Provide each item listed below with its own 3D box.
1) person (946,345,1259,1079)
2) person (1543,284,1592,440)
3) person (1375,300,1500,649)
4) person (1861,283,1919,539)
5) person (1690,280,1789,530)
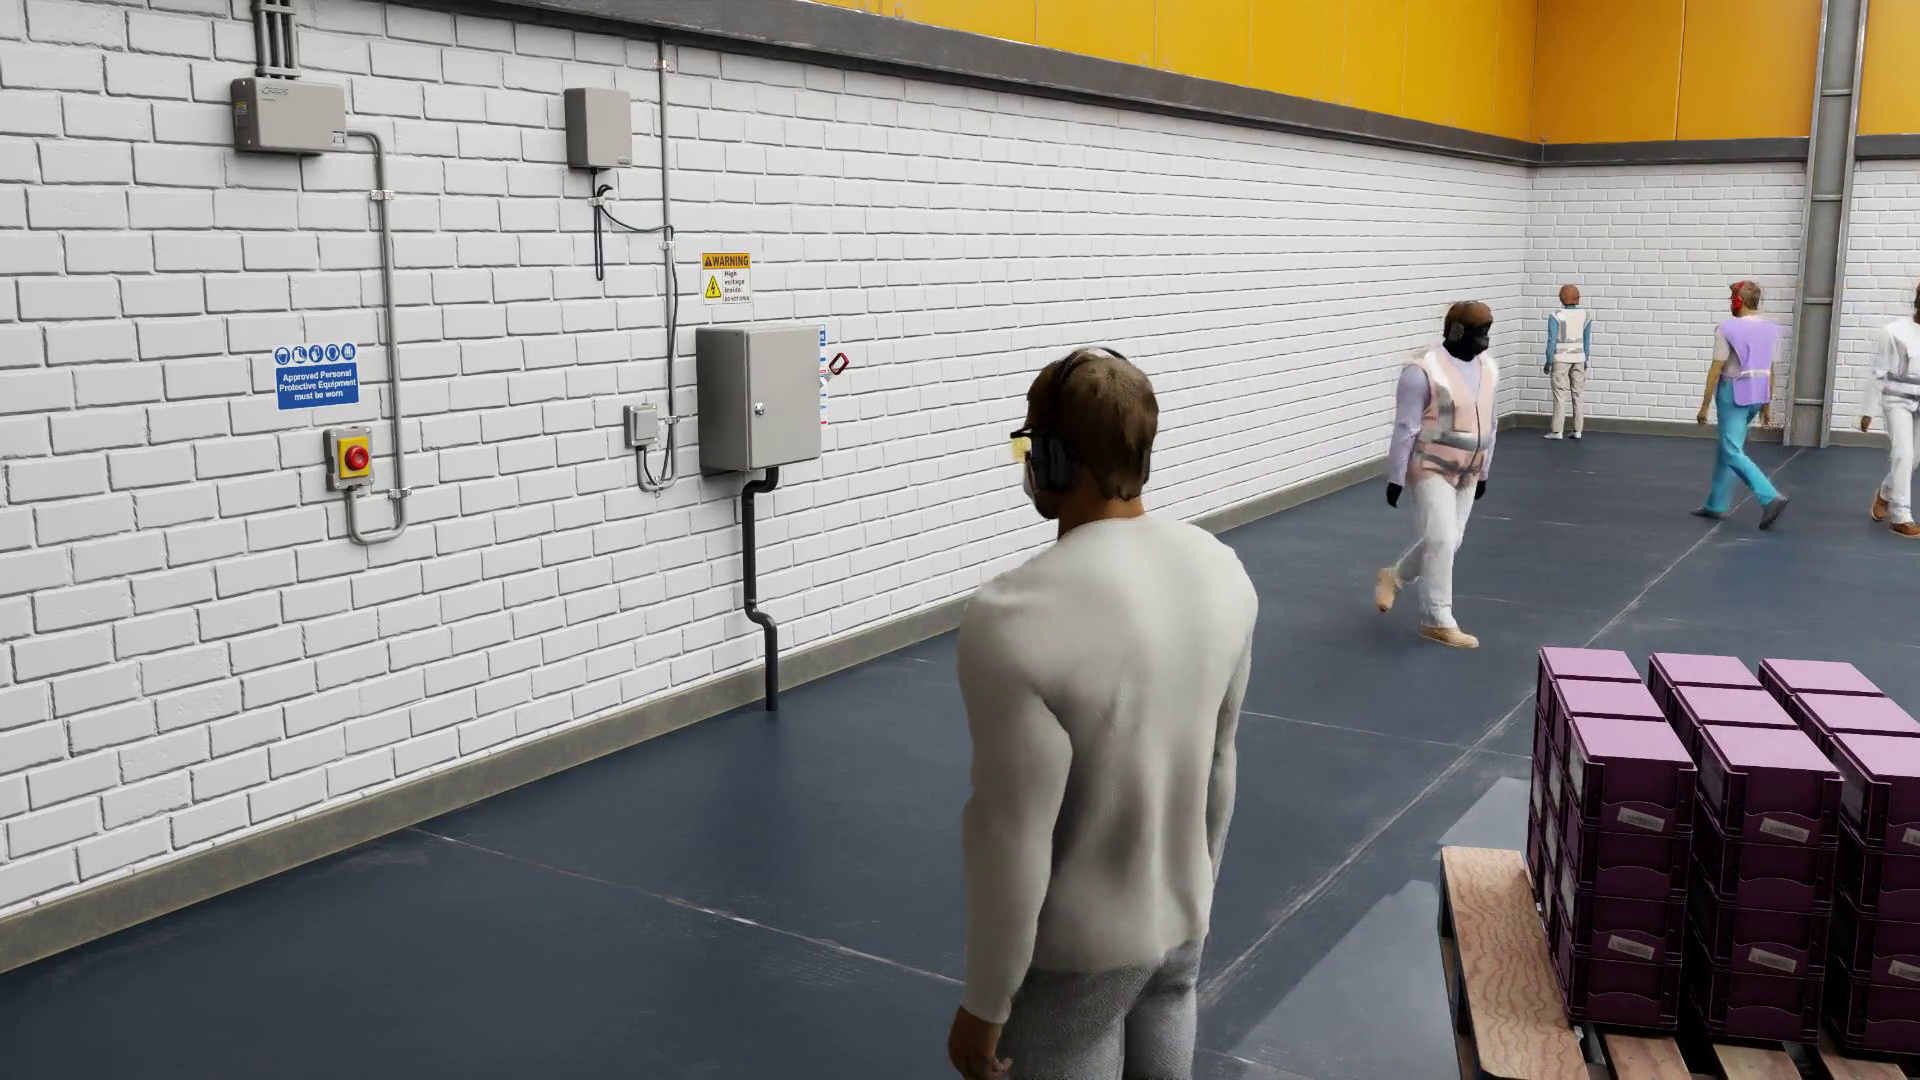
[{"bbox_3d":[0.226,0.654,2.729,0.636,1.937,0.350,-10,14,-44],"label":"person"},{"bbox_3d":[6.389,-1.862,17.508,0.516,1.636,0.314,-3,11,-14],"label":"person"},{"bbox_3d":[2.497,-0.374,8.812,0.663,1.806,0.765,-6,12,-31],"label":"person"},{"bbox_3d":[6.828,-0.967,12.022,0.625,1.839,0.900,0,10,2],"label":"person"},{"bbox_3d":[5.814,-0.996,12.265,0.569,1.816,0.839,-6,12,-28],"label":"person"}]
